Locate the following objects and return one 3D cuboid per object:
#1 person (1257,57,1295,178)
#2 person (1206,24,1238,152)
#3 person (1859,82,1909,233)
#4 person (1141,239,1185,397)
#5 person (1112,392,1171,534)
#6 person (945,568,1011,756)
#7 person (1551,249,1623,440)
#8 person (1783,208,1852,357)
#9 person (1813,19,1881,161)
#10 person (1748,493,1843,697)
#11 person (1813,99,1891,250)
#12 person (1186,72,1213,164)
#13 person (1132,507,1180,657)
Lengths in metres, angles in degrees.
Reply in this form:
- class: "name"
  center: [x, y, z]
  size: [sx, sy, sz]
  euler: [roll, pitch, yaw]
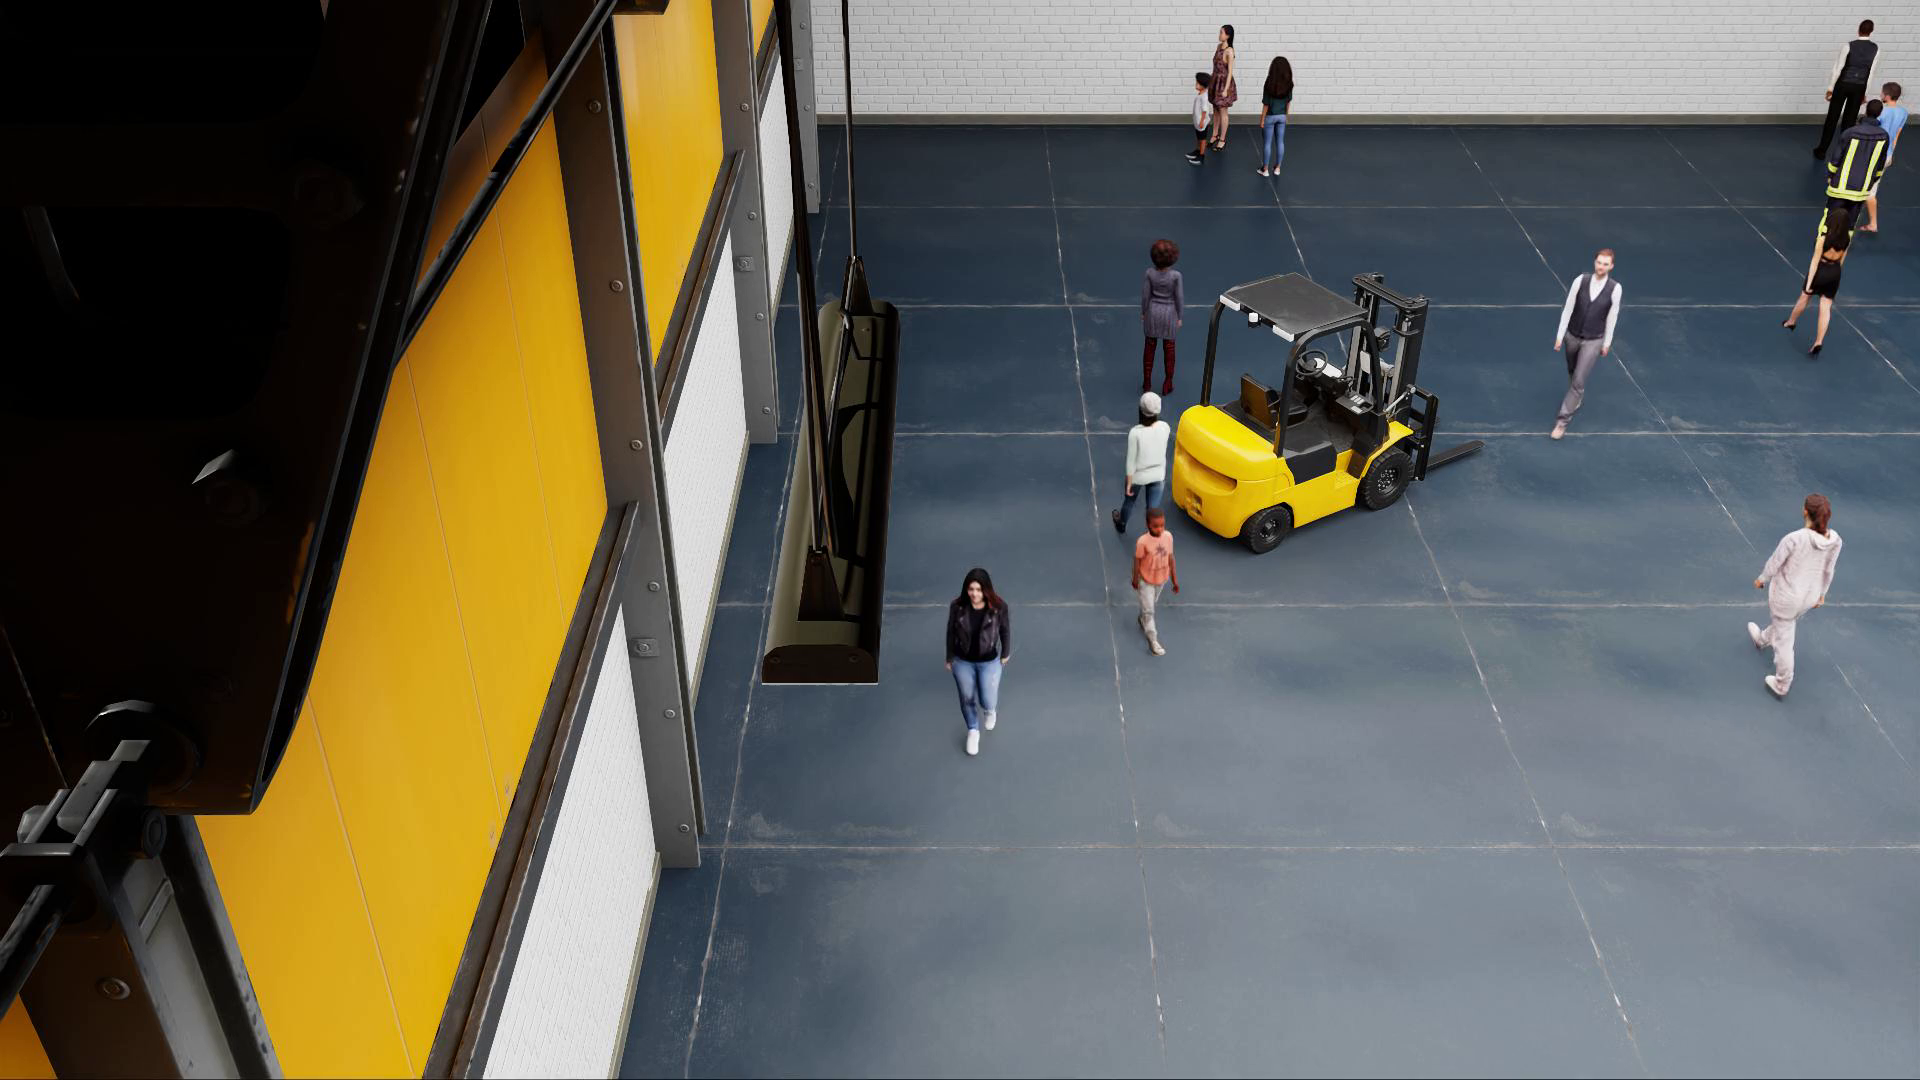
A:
- class: "person"
  center: [4.281, -5.755, 22.595]
  size: [0.651, 1.616, 0.657]
  euler: [-7, 34, -11]
- class: "person"
  center: [3.666, -6.353, 23.352]
  size: [0.826, 1.774, 0.731]
  euler: [-12, 36, -18]
- class: "person"
  center: [11.588, -4.780, 20.940]
  size: [0.911, 1.824, 1.256]
  euler: [-10, 35, -15]
- class: "person"
  center: [2.096, -2.309, 17.326]
  size: [0.638, 1.711, 0.594]
  euler: [10, 35, 14]
- class: "person"
  center: [1.687, -0.510, 14.714]
  size: [0.755, 1.605, 1.105]
  euler: [-9, 35, -13]
- class: "person"
  center: [0.129, 0.873, 12.619]
  size: [0.679, 1.622, 0.714]
  euler: [4, 34, 6]
- class: "person"
  center: [6.316, -2.061, 16.775]
  size: [1.137, 1.906, 1.310]
  euler: [22, 39, 29]
- class: "person"
  center: [9.447, -2.770, 18.119]
  size: [0.591, 1.601, 1.045]
  euler: [2, 34, 3]
- class: "person"
  center: [12.320, -6.224, 23.037]
  size: [0.784, 1.909, 0.754]
  euler: [11, 35, 16]
- class: "person"
  center: [6.659, 0.489, 13.185]
  size: [0.743, 1.633, 1.084]
  euler: [-5, 34, -7]
- class: "person"
  center: [10.921, -4.433, 20.325]
  size: [0.866, 1.927, 0.788]
  euler: [8, 34, 12]
- class: "person"
  center: [3.363, -5.884, 23.113]
  size: [0.549, 1.257, 0.439]
  euler: [-2, 34, -3]
- class: "person"
  center: [1.578, 0.267, 13.837]
  size: [0.681, 1.282, 0.906]
  euler: [-13, 36, -18]
